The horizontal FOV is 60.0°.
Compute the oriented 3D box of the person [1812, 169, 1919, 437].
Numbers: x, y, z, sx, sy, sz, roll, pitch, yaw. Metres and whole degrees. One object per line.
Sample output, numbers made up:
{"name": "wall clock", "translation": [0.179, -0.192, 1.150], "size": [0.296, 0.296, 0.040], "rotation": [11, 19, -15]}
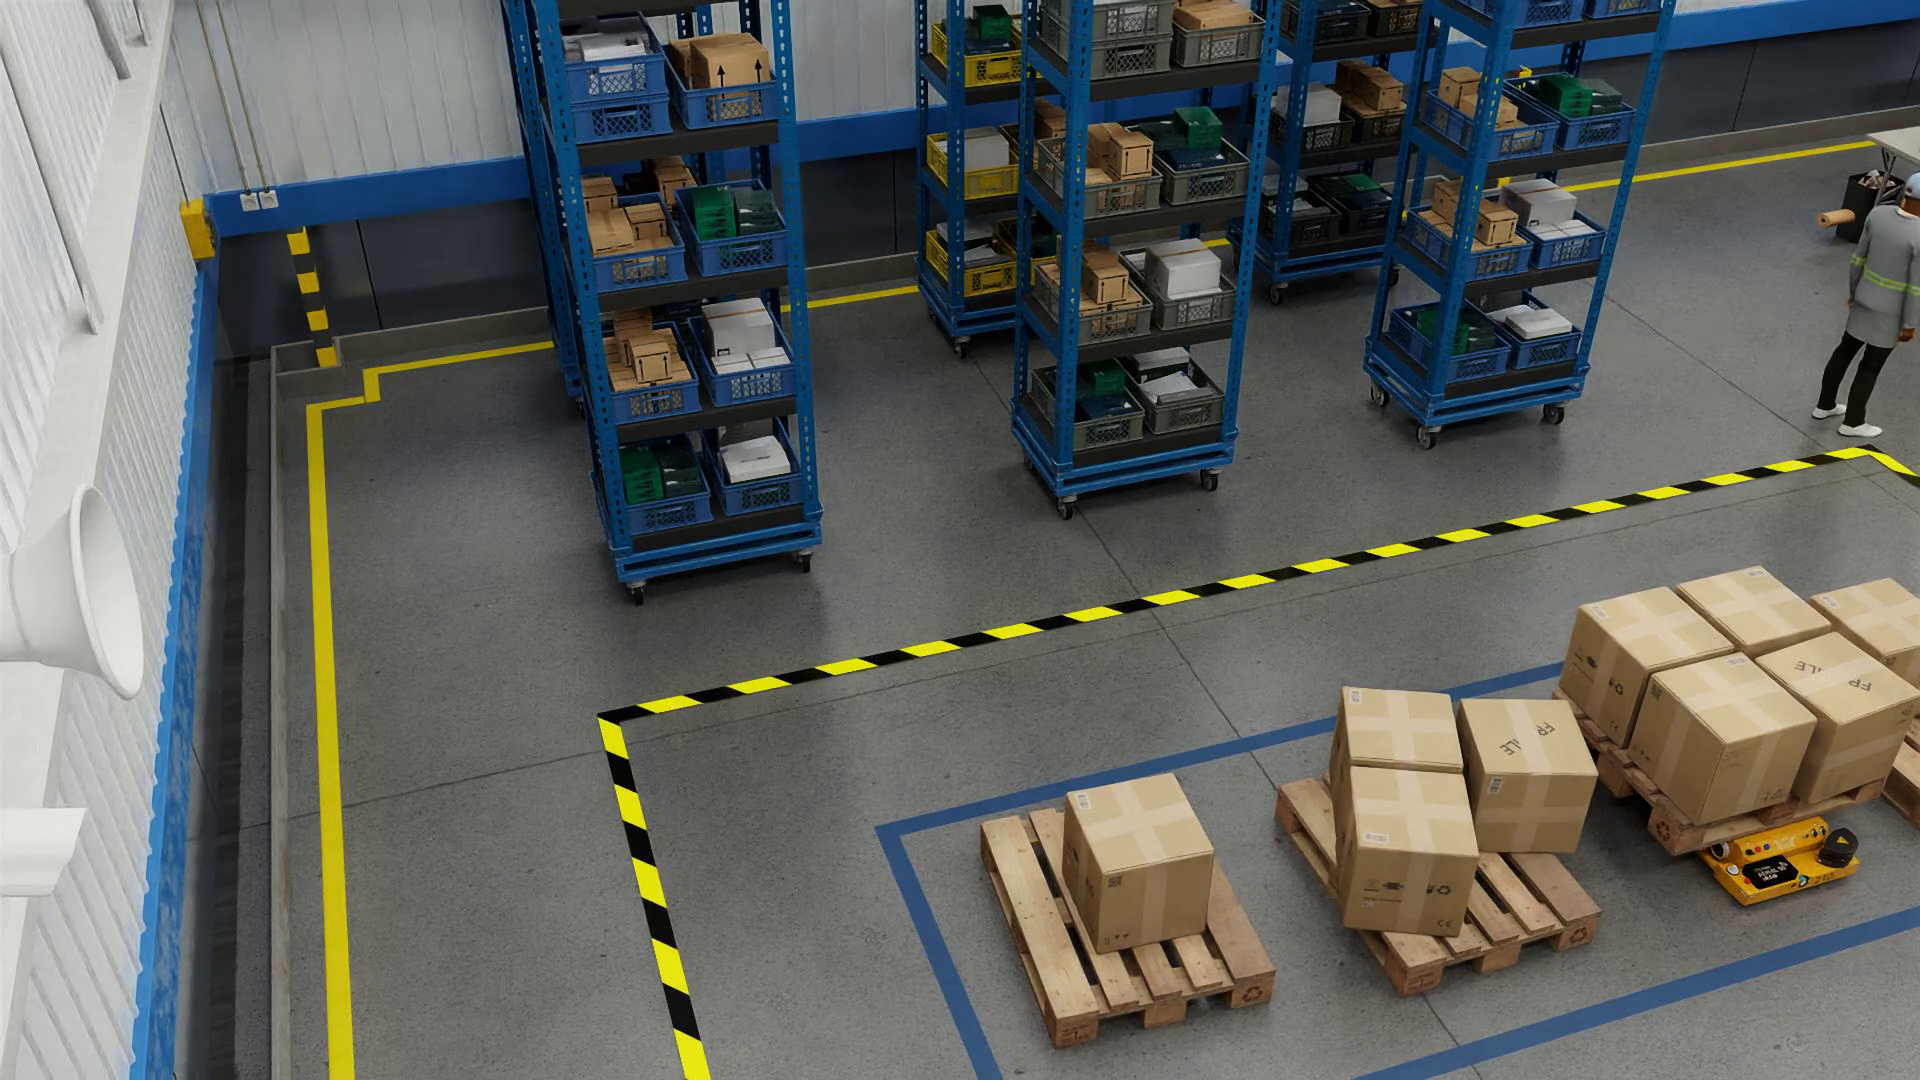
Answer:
{"name": "person", "translation": [6.039, -1.543, 10.869], "size": [0.371, 1.852, 0.588], "rotation": [-11, 37, -15]}

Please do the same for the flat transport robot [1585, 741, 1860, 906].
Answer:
{"name": "flat transport robot", "translation": [3.738, 1.188, 8.347], "size": [0.652, 0.197, 1.431], "rotation": [-11, 37, -15]}
